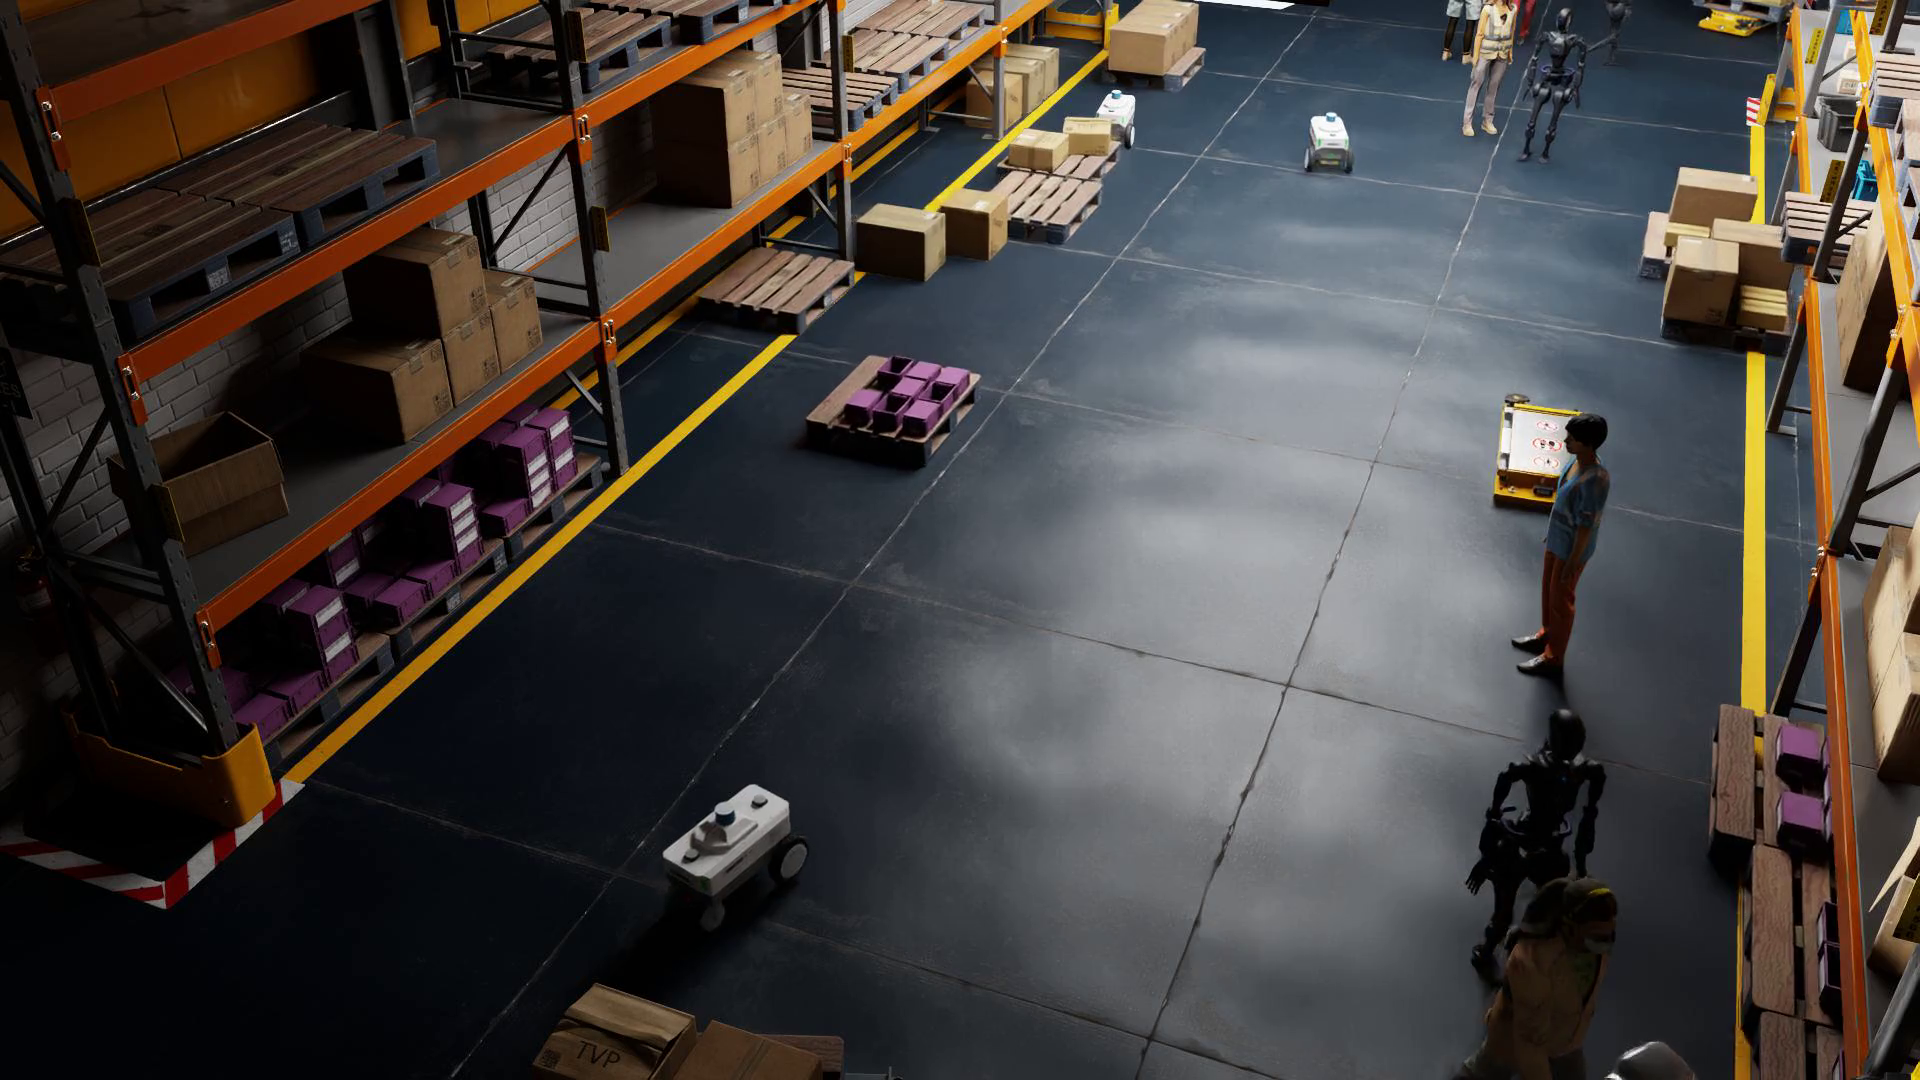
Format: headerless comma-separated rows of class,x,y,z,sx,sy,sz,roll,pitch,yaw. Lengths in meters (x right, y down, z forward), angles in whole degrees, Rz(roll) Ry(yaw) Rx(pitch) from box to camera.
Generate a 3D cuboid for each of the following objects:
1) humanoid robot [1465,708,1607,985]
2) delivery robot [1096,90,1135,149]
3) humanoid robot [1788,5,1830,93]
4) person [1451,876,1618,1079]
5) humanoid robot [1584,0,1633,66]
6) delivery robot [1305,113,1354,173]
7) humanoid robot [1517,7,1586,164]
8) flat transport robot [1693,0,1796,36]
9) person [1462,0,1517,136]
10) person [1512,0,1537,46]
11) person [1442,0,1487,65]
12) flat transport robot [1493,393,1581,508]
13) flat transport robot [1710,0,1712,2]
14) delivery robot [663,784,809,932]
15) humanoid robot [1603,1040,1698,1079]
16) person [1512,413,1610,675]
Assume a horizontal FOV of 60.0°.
humanoid robot,2.739,1.533,7.914,0.583,1.642,0.458,-3,33,-5
delivery robot,1.736,-4.732,18.648,0.499,0.592,0.774,8,34,12
humanoid robot,10.110,-6.074,19.686,0.699,1.843,0.540,15,36,22
person,2.457,2.100,6.915,0.543,1.816,1.023,-14,35,-20
humanoid robot,8.123,-6.719,20.710,0.623,1.638,0.601,0,33,0
delivery robot,3.991,-4.330,18.001,0.499,0.563,0.738,2,33,3
humanoid robot,6.352,-4.843,17.788,0.614,1.657,0.363,19,37,26
flat transport robot,10.719,-7.142,22.646,1.431,0.231,0.659,-27,41,-35
person,5.953,-5.406,18.566,0.484,1.777,0.311,-7,33,-10
person,7.259,-7.122,21.286,0.513,1.709,0.879,8,34,12
person,6.375,-6.844,20.875,0.534,1.693,0.321,22,39,30
flat transport robot,4.432,-0.670,12.629,0.659,0.231,1.431,10,34,15
flat transport robot,10.709,-8.095,24.120,0.659,0.231,1.431,-7,34,-11
delivery robot,-1.204,1.637,8.813,0.499,0.614,0.802,22,39,30
humanoid robot,2.542,2.648,6.138,0.531,1.786,0.660,-21,38,-29
person,3.704,0.022,10.188,0.338,1.759,0.501,3,33,4
